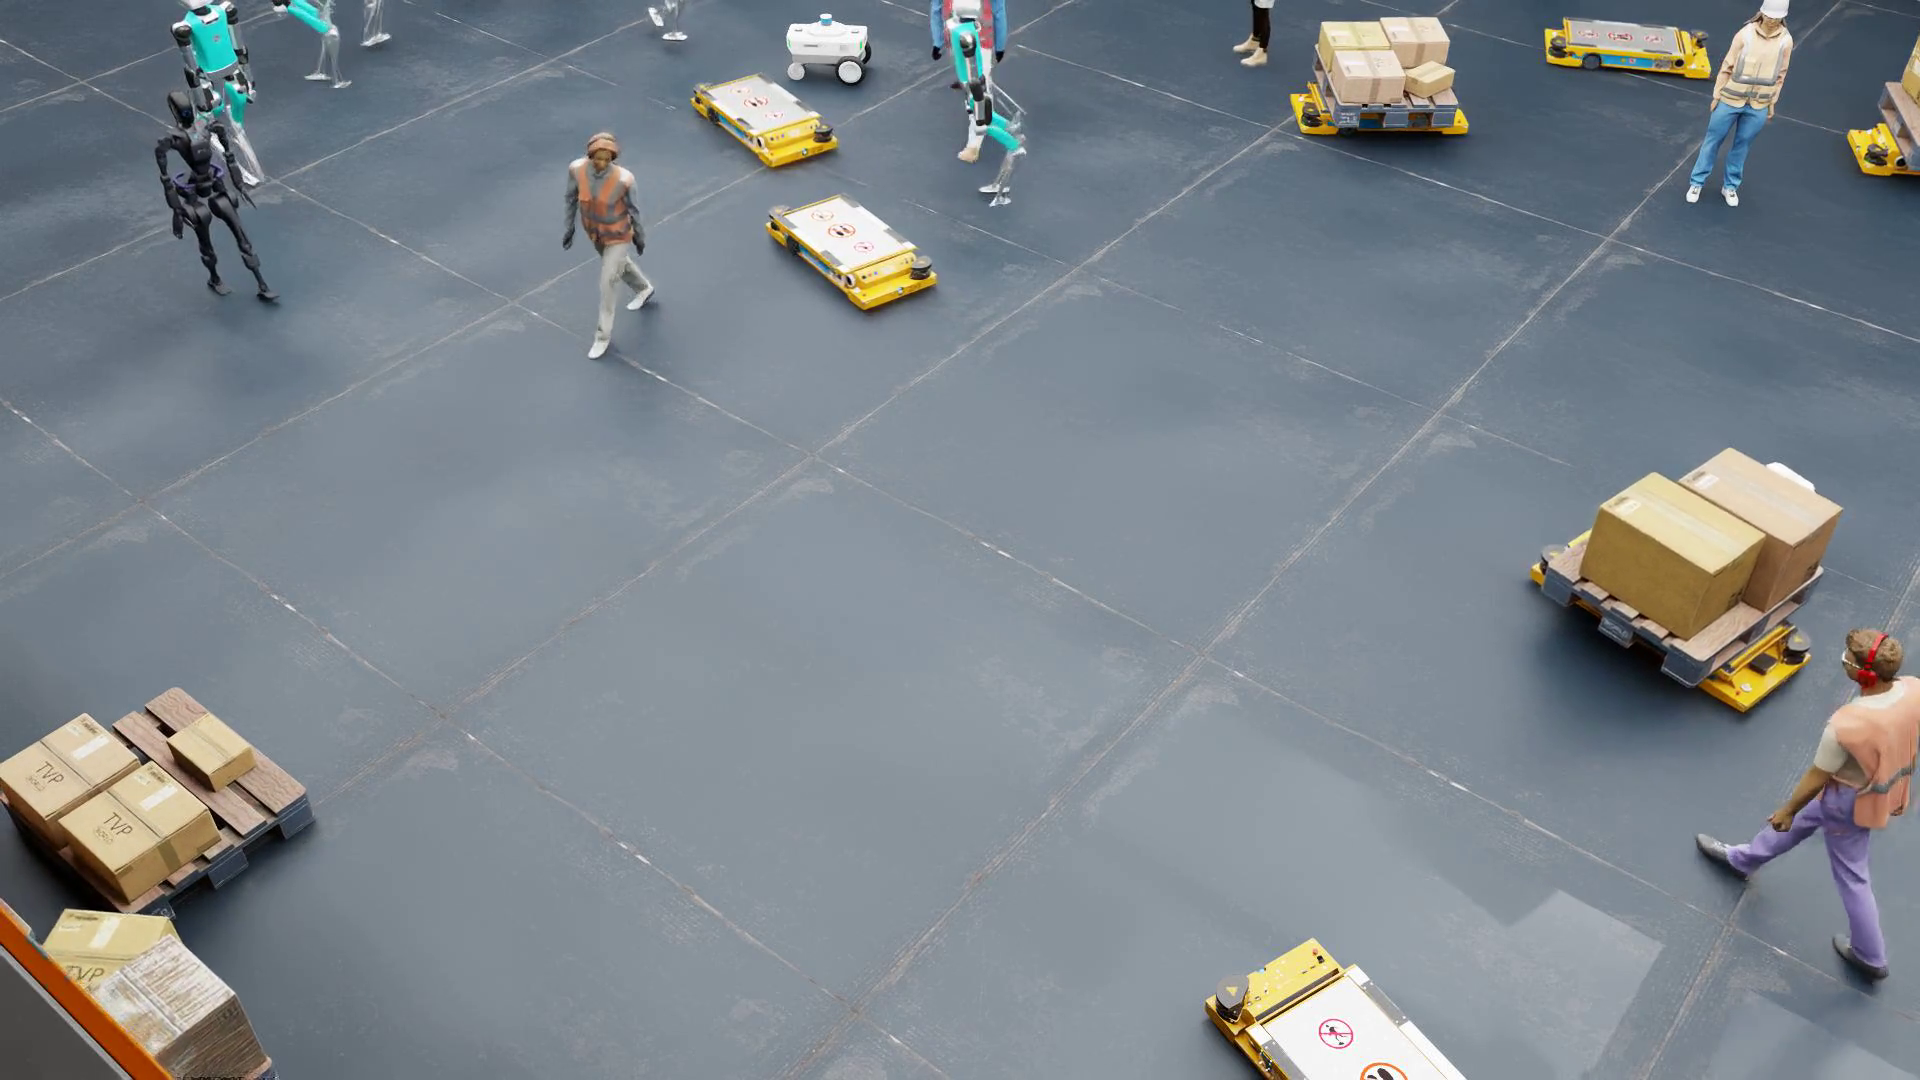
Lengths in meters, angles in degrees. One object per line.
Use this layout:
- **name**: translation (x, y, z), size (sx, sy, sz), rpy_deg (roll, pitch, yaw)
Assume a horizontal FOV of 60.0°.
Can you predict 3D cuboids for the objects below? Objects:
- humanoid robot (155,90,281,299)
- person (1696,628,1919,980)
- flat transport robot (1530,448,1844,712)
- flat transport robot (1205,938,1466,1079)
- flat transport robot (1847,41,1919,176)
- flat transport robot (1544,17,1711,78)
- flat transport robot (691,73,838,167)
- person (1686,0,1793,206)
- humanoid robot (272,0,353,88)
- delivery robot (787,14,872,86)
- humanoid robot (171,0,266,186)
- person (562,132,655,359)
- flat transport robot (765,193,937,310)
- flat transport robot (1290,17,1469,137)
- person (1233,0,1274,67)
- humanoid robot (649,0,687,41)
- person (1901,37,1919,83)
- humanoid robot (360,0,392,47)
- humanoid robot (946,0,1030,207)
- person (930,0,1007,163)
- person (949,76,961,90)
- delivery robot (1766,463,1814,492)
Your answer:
- **humanoid robot**: translation (-5.355, -2.435, 11.873), size (0.715, 1.629, 0.609), rpy_deg (30, 49, 30)
- **person**: translation (4.043, 1.174, 7.544), size (0.567, 1.775, 1.012), rpy_deg (-26, 47, -28)
- **flat transport robot**: translation (4.095, 0.396, 9.612), size (0.659, 0.231, 1.431), rpy_deg (-27, 47, -28)
- **flat transport robot**: translation (1.778, 2.383, 7.275), size (0.659, 0.231, 1.431), rpy_deg (-22, 45, -24)
- **flat transport robot**: translation (8.242, -3.214, 13.859), size (1.431, 0.231, 0.659), rpy_deg (7, 41, 8)
- **flat transport robot**: translation (6.198, -4.573, 15.457), size (1.431, 0.231, 0.659), rpy_deg (9, 41, 10)
- **flat transport robot**: translation (-1.708, -3.653, 14.375), size (0.659, 0.231, 1.431), rpy_deg (-24, 46, -26)
- **person**: translation (6.138, -3.461, 13.023), size (0.488, 1.730, 0.365), rpy_deg (8, 41, 9)
- **humanoid robot**: translation (-5.795, -4.847, 14.677), size (0.815, 1.816, 0.558), rpy_deg (-9, 41, -10)
- **delivery robot**: translation (-1.183, -4.479, 15.124), size (0.774, 0.592, 0.499), rpy_deg (3, 40, 4)
- **humanoid robot**: translation (-5.899, -3.527, 13.151), size (0.758, 1.846, 0.567), rpy_deg (27, 47, 28)
- **person**: translation (-2.422, -2.143, 11.577), size (0.529, 1.578, 0.866), rpy_deg (19, 44, 21)
- **flat transport robot**: translation (-0.849, -2.235, 12.707), size (0.659, 0.231, 1.431), rpy_deg (-25, 46, -26)
- **flat transport robot**: translation (3.651, -3.767, 14.509), size (1.431, 0.231, 0.659), rpy_deg (0, 40, 0)
- **person**: translation (2.732, -5.140, 15.023), size (0.318, 1.691, 0.533), rpy_deg (-2, 40, -2)
- **humanoid robot**: translation (-2.693, -5.394, 15.292), size (0.542, 1.723, 0.970), rpy_deg (-30, 49, -30)
- **person**: translation (8.422, -4.414, 14.138), size (0.305, 1.735, 0.484), rpy_deg (-18, 44, -20)
- **humanoid robot**: translation (-5.556, -5.286, 15.171), size (0.845, 1.782, 0.556), rpy_deg (-21, 45, -23)
- **humanoid robot**: translation (0.282, -3.390, 12.914), size (0.783, 1.746, 0.548), rpy_deg (-6, 41, -7)
- **person**: translation (0.015, -4.041, 13.657), size (0.626, 1.790, 0.913), rpy_deg (19, 44, 21)
- **person**: translation (0.091, -4.794, 14.585), size (0.393, 1.726, 0.574), rpy_deg (30, 49, 30)
- **delivery robot**: translation (4.766, -0.165, 10.041), size (0.752, 0.581, 0.518), rpy_deg (-21, 45, -23)
